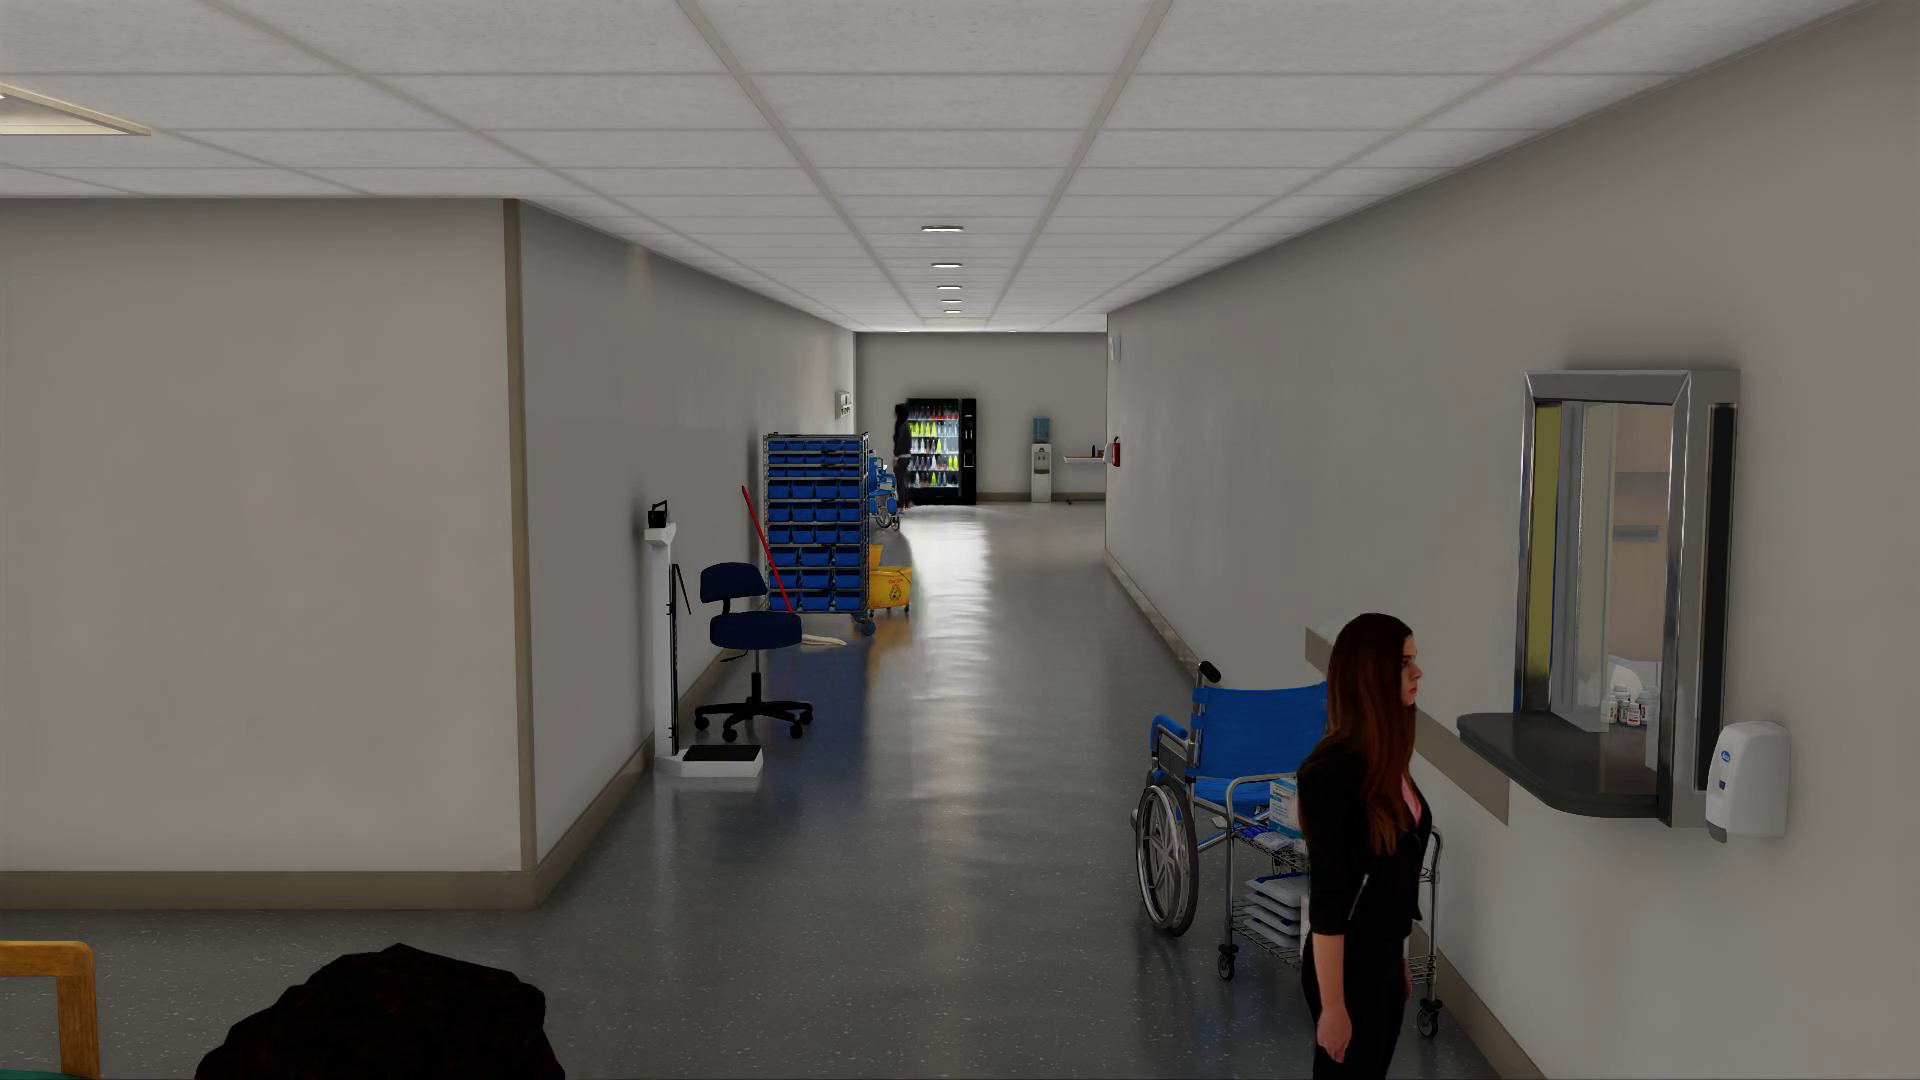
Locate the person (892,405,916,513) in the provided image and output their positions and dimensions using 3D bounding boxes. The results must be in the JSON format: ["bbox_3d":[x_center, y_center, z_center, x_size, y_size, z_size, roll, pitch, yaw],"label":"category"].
[{"bbox_3d":[-0.889,-1.326,27.085,0.675,1.766,0.692,1,6,7],"label":"person"}]

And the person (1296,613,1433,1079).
[{"bbox_3d":[0.935,1.022,4.021,0.717,1.711,0.708,4,7,32],"label":"person"}]

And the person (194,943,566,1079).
[{"bbox_3d":[-0.494,1.237,1.529,0.585,1.782,0.746,2,6,16],"label":"person"}]
